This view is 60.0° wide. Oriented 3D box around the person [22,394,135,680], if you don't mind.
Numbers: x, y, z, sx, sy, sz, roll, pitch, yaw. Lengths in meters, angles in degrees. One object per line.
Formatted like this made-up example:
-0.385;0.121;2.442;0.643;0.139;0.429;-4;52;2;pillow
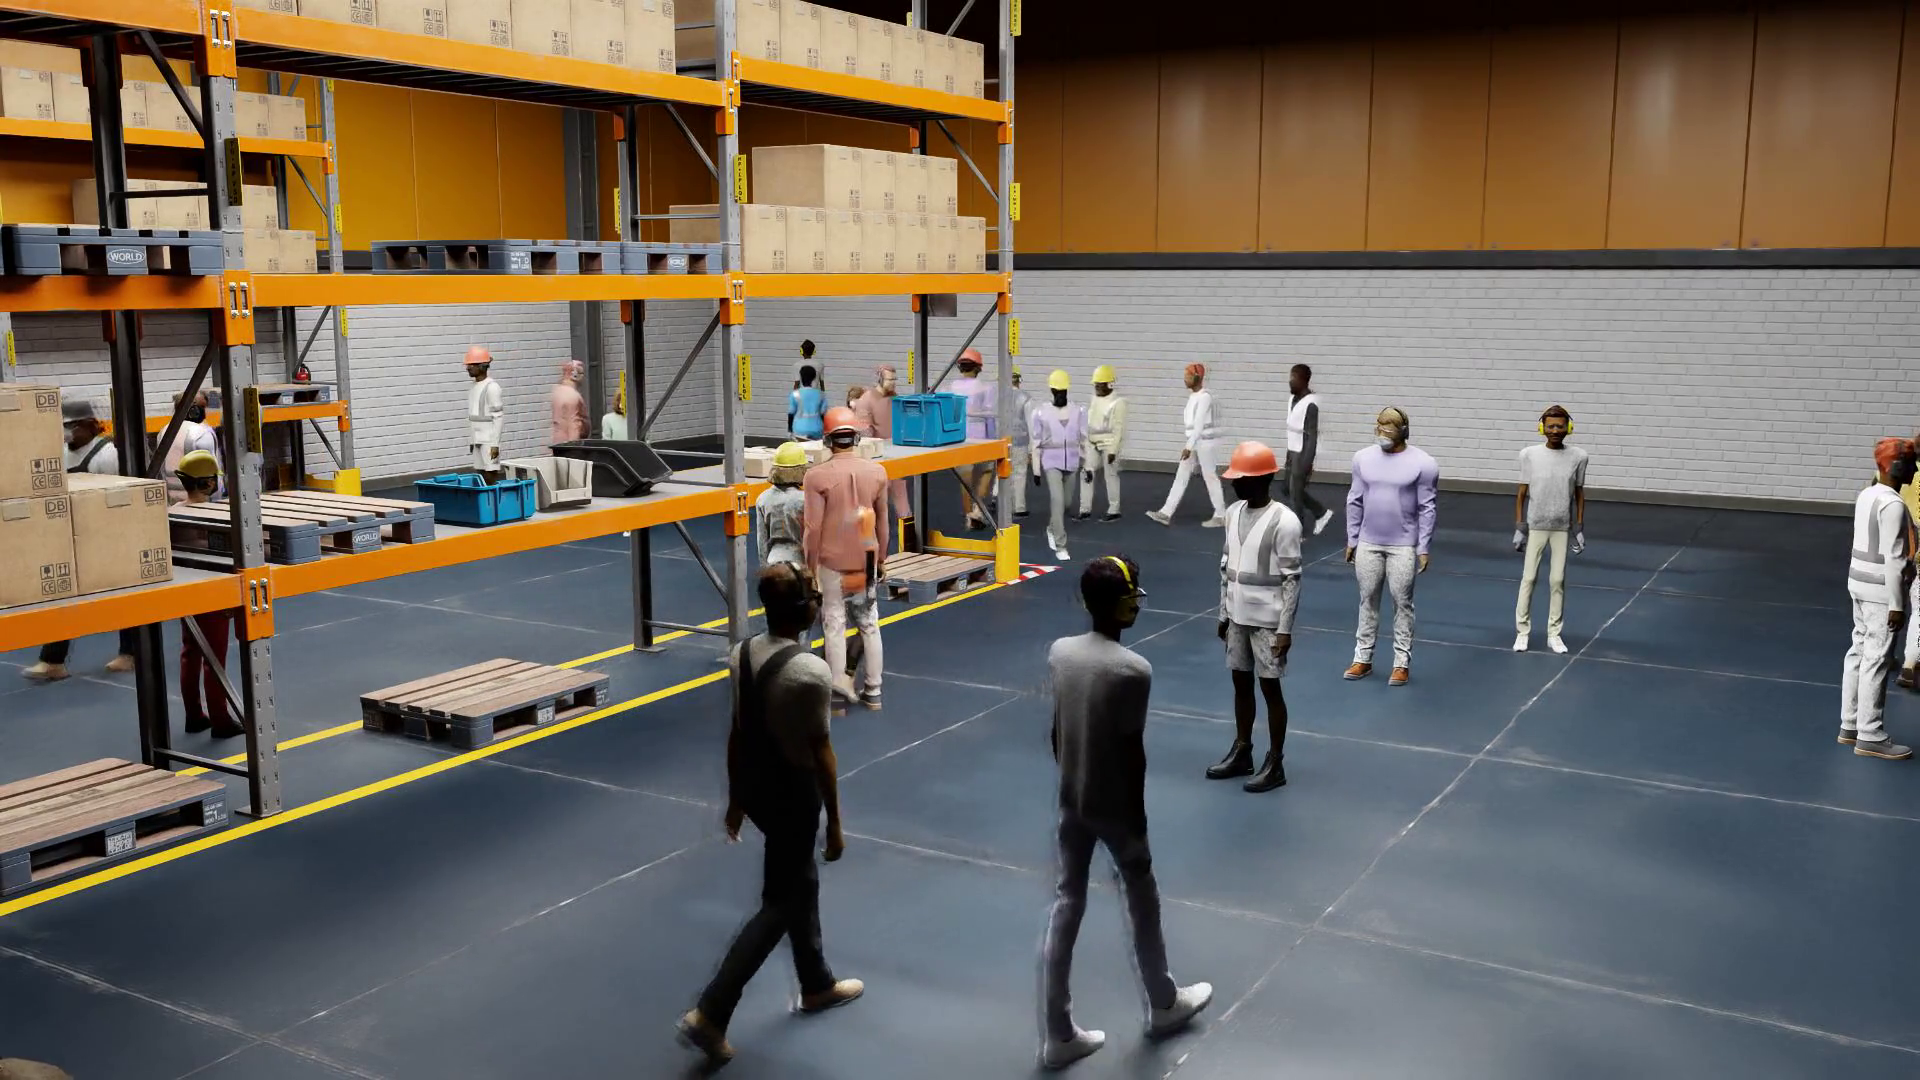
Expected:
-6.158;-0.030;11.606;0.695;2.000;0.919;3;10;19;person

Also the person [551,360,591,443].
-4.304;-1.039;18.370;0.555;1.897;0.653;-5;10;-27;person

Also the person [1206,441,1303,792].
1.607;0.418;9.143;0.376;1.933;0.551;-6;11;-33;person

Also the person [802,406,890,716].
-0.747;0.133;10.739;0.619;1.990;0.395;-6;11;-31;person

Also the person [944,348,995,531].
0.131;-1.104;18.376;0.637;2.016;0.470;4;10;22;person

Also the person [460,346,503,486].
-5.266;-1.109;18.334;0.391;2.040;0.615;-8;12;-40;person

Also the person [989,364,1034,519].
0.601;-1.129;19.195;0.621;1.808;0.454;5;10;29;person

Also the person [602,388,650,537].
-3.592;-0.822;17.876;0.497;1.617;0.446;-1;9;-4;person

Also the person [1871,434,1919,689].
6.617;0.111;11.517;0.637;1.800;0.875;7;12;39;person

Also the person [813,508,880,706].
-0.765;0.278;10.805;0.536;1.684;0.375;4;10;25;person

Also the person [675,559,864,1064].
-0.699;0.975;6.077;0.887;1.817;0.523;-9;13;-43;person

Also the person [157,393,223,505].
-6.501;-0.340;14.166;0.625;1.844;0.429;4;10;26;person

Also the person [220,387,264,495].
-6.906;-0.687;16.028;0.354;1.936;0.636;0;9;-1;person

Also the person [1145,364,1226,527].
2.575;-1.040;18.548;0.956;1.832;0.576;-2;9;-12;person

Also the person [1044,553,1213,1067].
0.602;0.954;6.083;0.859;1.838;0.554;-9;12;-43;person

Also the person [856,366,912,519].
-0.762;-0.906;17.640;0.638;1.857;0.965;-7;12;-39;person

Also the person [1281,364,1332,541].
3.630;-0.910;17.529;0.584;1.904;0.615;-1;9;-7;person

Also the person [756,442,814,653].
-1.111;0.223;10.959;0.486;1.744;0.294;5;10;30;person

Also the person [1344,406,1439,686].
2.968;0.039;11.518;0.627;1.934;0.370;6;11;33;person

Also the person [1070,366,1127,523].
1.565;-1.061;18.795;0.741;1.795;0.604;-6;11;-34;person

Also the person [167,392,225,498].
-6.796;-0.395;14.626;0.751;1.817;0.578;-9;13;-44;person

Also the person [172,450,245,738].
-4.633;0.329;10.225;0.522;1.769;0.312;6;11;32;person

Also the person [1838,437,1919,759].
5.447;0.335;9.823;0.356;1.883;0.573;2;9;10;person

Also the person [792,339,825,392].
-2.240;-2.021;24.565;0.517;1.873;0.334;-4;10;-24;person

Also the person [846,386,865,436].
-1.109;-0.932;18.626;0.516;1.596;0.846;7;11;36;person

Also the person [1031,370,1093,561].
0.991;-0.782;16.760;0.589;1.896;0.899;-3;10;-17;person

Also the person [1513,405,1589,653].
4.419;-0.079;12.449;0.513;1.871;0.329;2;9;11;person

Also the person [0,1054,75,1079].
-1.164;1.552;2.053;0.352;1.937;0.635;-4;10;-24;person

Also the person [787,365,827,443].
-1.913;-1.379;21.133;0.542;1.679;0.603;-5;11;-31;person
